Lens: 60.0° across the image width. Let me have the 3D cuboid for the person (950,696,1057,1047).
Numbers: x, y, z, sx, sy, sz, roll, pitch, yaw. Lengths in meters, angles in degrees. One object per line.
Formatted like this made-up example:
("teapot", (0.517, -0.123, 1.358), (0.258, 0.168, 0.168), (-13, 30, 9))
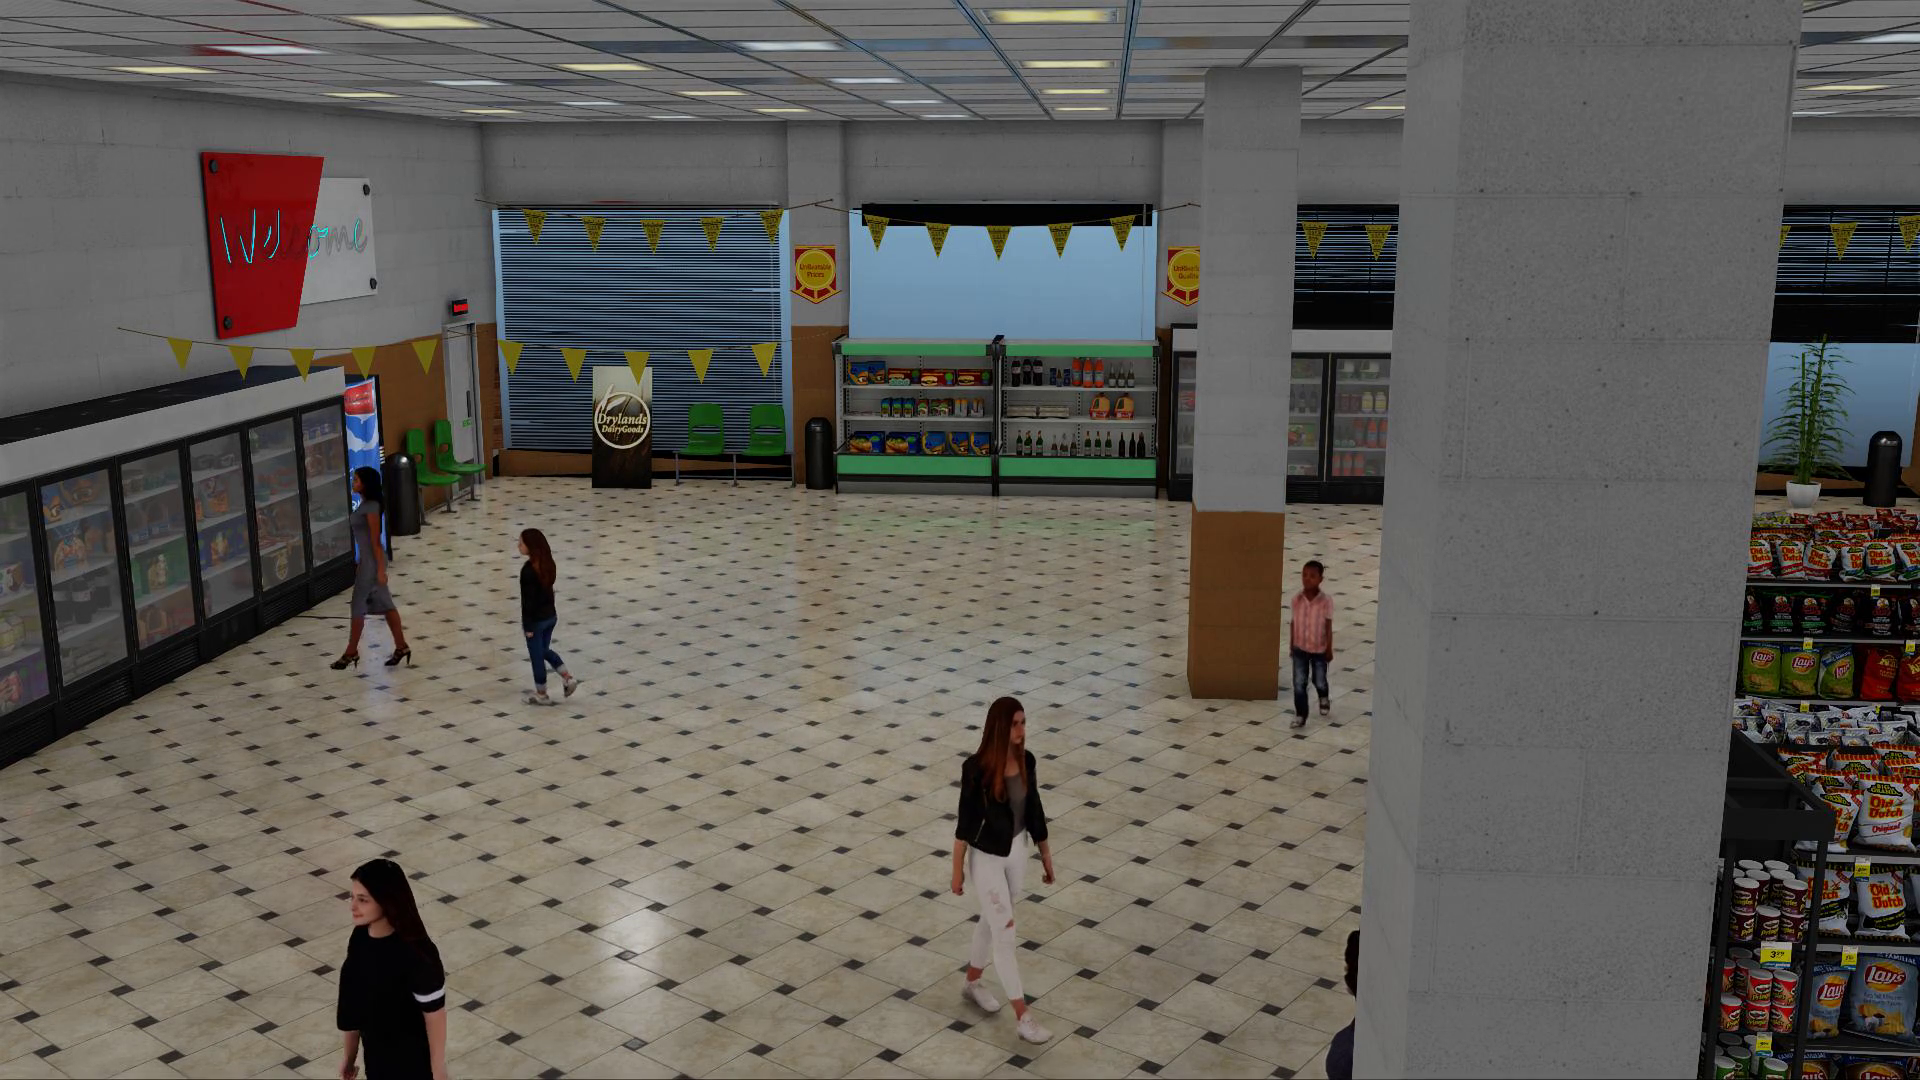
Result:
("person", (0.133, 1.577, 8.232), (1.031, 1.674, 1.084), (-9, 15, -38))

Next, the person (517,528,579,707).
("person", (-3.289, 0.624, 13.251), (0.773, 1.471, 0.666), (4, 13, 20))

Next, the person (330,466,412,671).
("person", (-4.950, 0.253, 14.314), (1.001, 1.758, 0.843), (-4, 13, -19))

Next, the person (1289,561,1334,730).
("person", (2.736, 0.798, 12.844), (0.792, 1.298, 0.740), (6, 13, 28))

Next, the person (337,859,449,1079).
("person", (-2.111, 1.975, 6.454), (0.699, 1.627, 0.781), (9, 15, 36))
